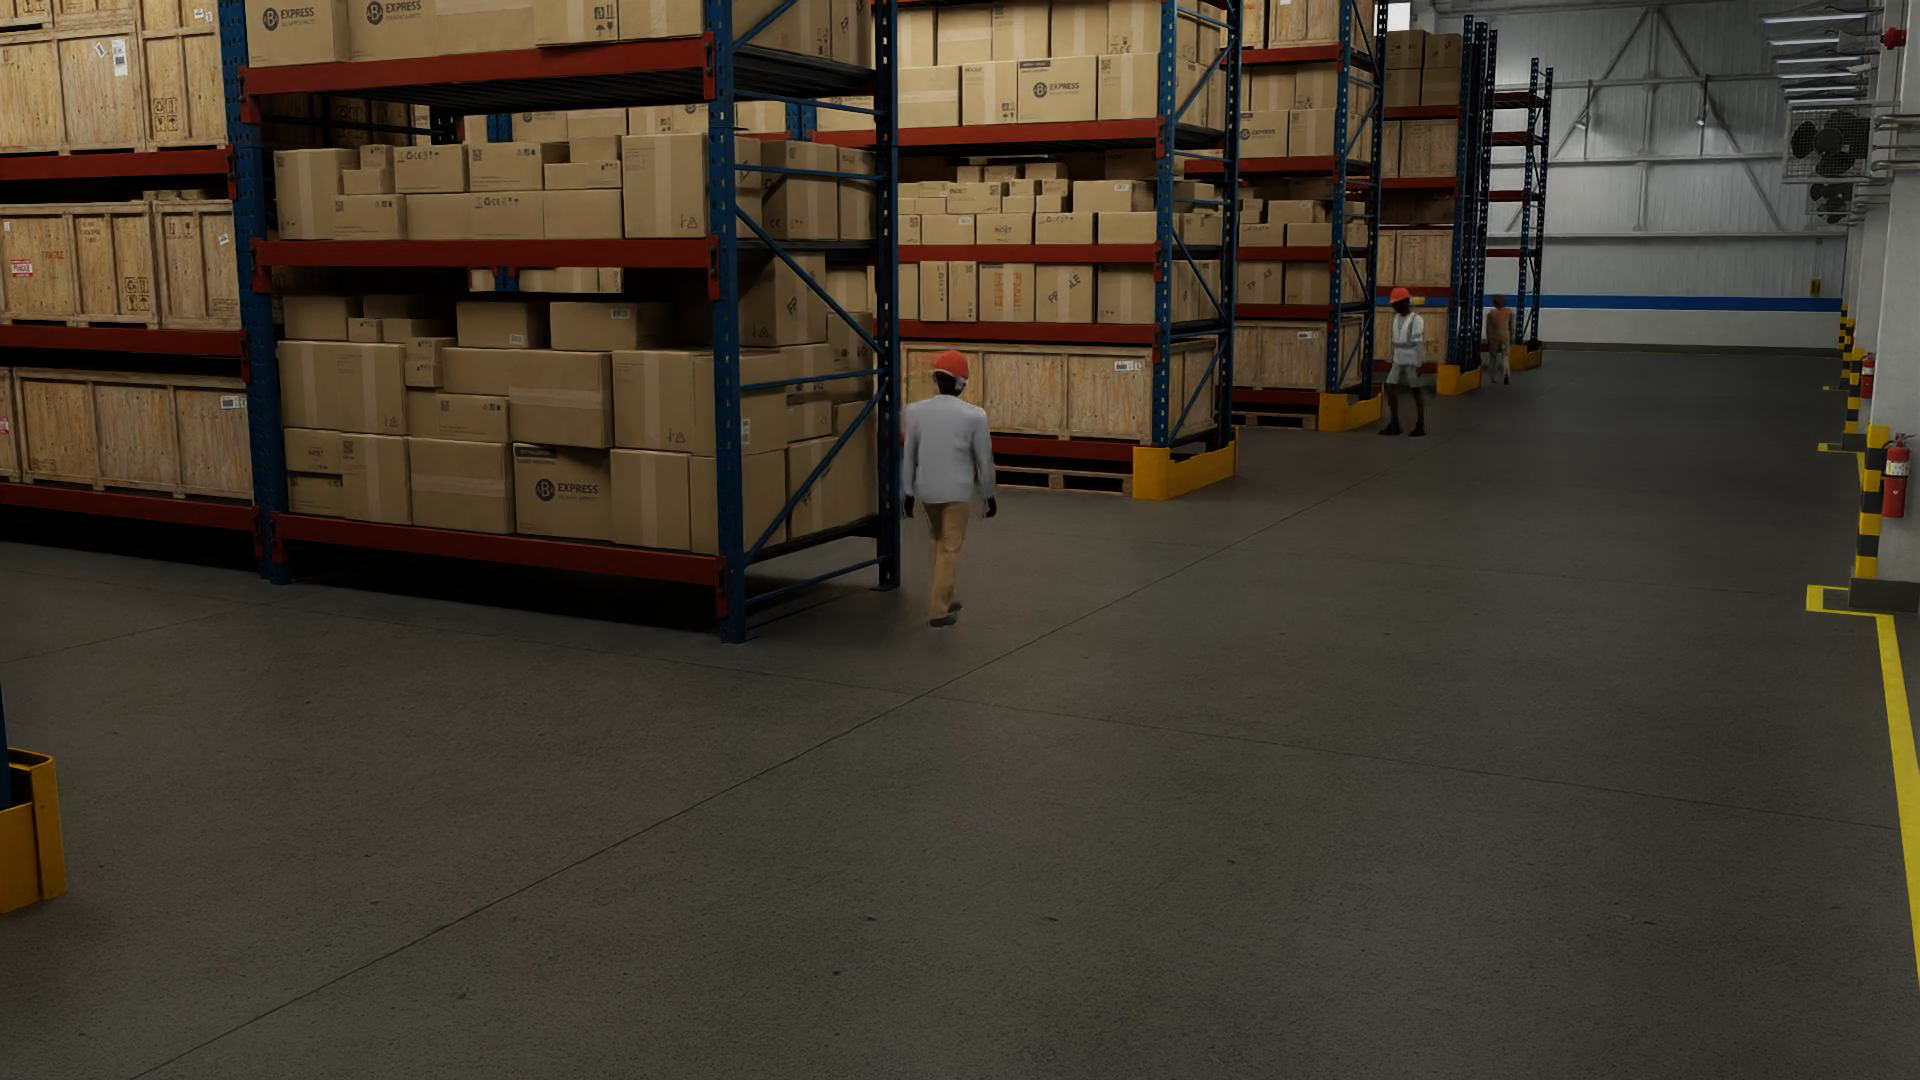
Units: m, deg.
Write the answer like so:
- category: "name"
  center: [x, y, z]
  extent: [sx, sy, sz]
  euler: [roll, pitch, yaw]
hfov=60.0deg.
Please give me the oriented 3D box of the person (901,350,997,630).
- category: "person"
  center: [-0.024, -0.327, 10.456]
  extent: [0.584, 1.720, 0.723]
  euler: [5, 11, 27]

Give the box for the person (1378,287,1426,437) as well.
- category: "person"
  center: [5.655, -2.242, 21.105]
  extent: [0.747, 1.892, 0.676]
  euler: [-6, 11, -30]

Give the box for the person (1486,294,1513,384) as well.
- category: "person"
  center: [9.638, -3.584, 29.674]
  extent: [0.516, 1.603, 0.768]
  euler: [1, 10, 4]
